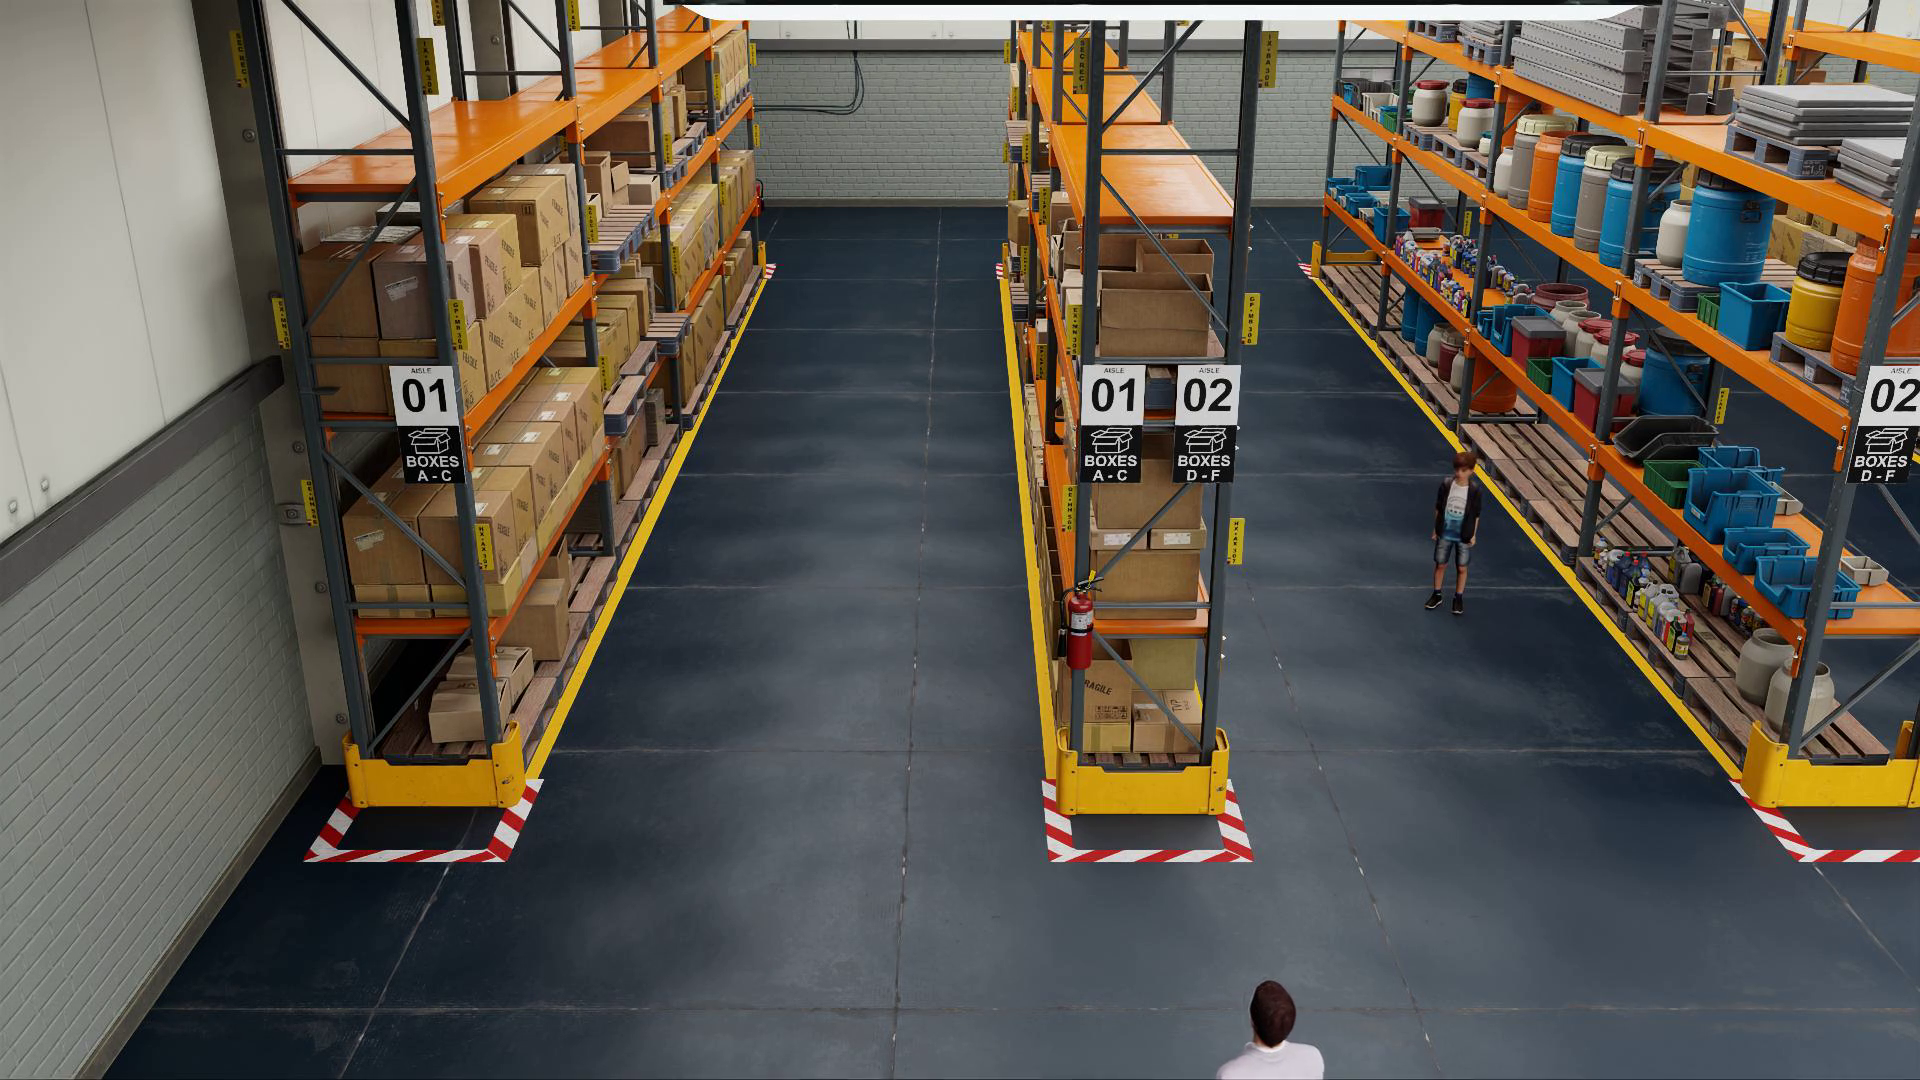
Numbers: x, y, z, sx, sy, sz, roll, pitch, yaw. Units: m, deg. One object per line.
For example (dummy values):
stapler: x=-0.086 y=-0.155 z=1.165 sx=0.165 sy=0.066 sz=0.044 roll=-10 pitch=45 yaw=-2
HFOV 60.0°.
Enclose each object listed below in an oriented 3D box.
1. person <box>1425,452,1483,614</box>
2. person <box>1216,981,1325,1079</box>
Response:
person: x=4.314 y=-0.078 z=14.472 sx=0.617 sy=1.447 sz=0.637 roll=10 pitch=24 yaw=24
person: x=1.290 y=2.696 z=7.153 sx=0.749 sy=1.853 sz=0.707 roll=-8 pitch=24 yaw=-18
